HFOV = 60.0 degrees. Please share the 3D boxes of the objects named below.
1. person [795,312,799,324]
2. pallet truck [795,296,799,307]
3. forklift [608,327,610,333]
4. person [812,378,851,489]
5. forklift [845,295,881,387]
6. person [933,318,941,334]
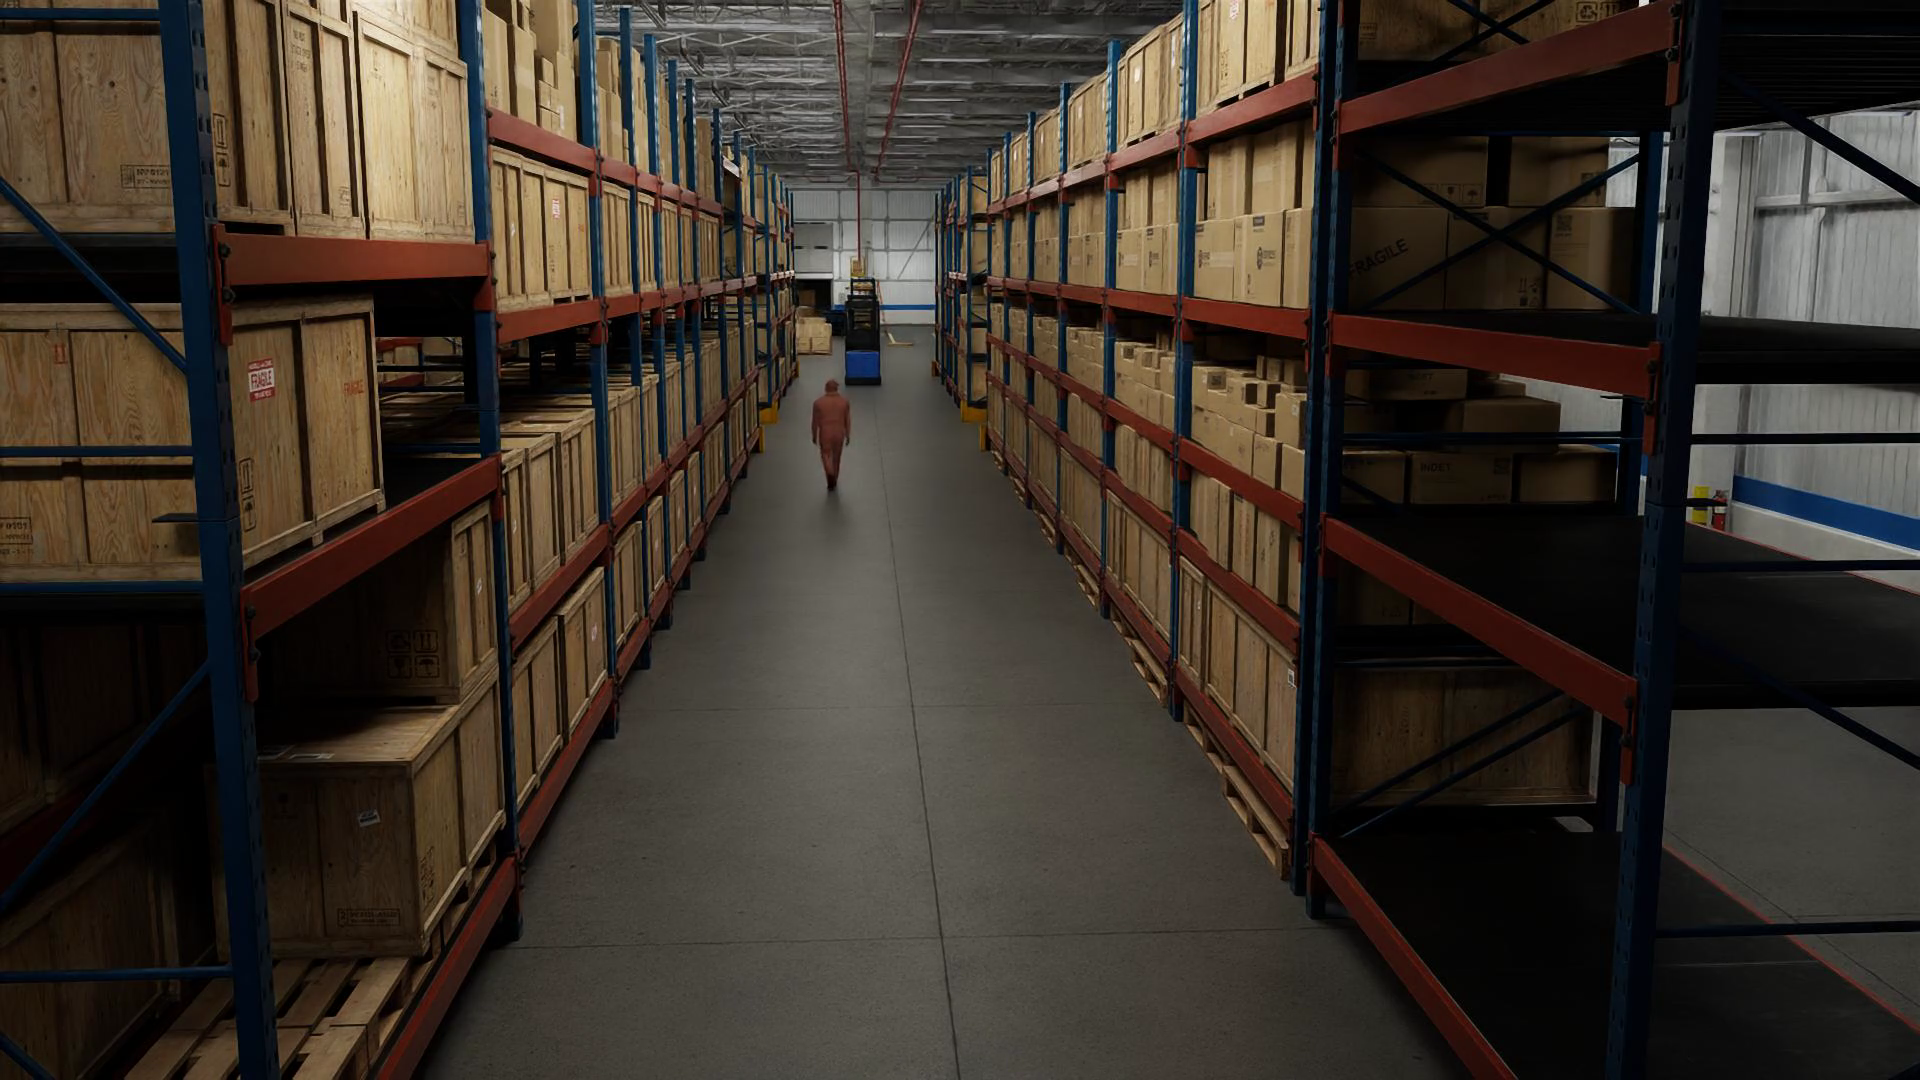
[{"bbox_3d":[-7.740,-9.822,76.126,0.725,1.877,1.037,2,10,12],"label":"person"},{"bbox_3d":[-8.622,-12.439,91.403,1.885,1.965,0.823,2,10,13],"label":"pallet truck"},{"bbox_3d":[-10.144,-5.803,49.133,1.129,2.768,1.873,4,10,24],"label":"forklift"},{"bbox_3d":[-2.170,-1.803,28.206,0.651,1.880,0.765,-2,10,-13],"label":"person"},{"bbox_3d":[-3.013,-6.189,51.438,1.129,2.768,1.873,-1,10,-4],"label":"forklift"},{"bbox_3d":[-1.130,-11.740,87.441,0.475,1.921,0.650,5,11,29],"label":"person"}]
